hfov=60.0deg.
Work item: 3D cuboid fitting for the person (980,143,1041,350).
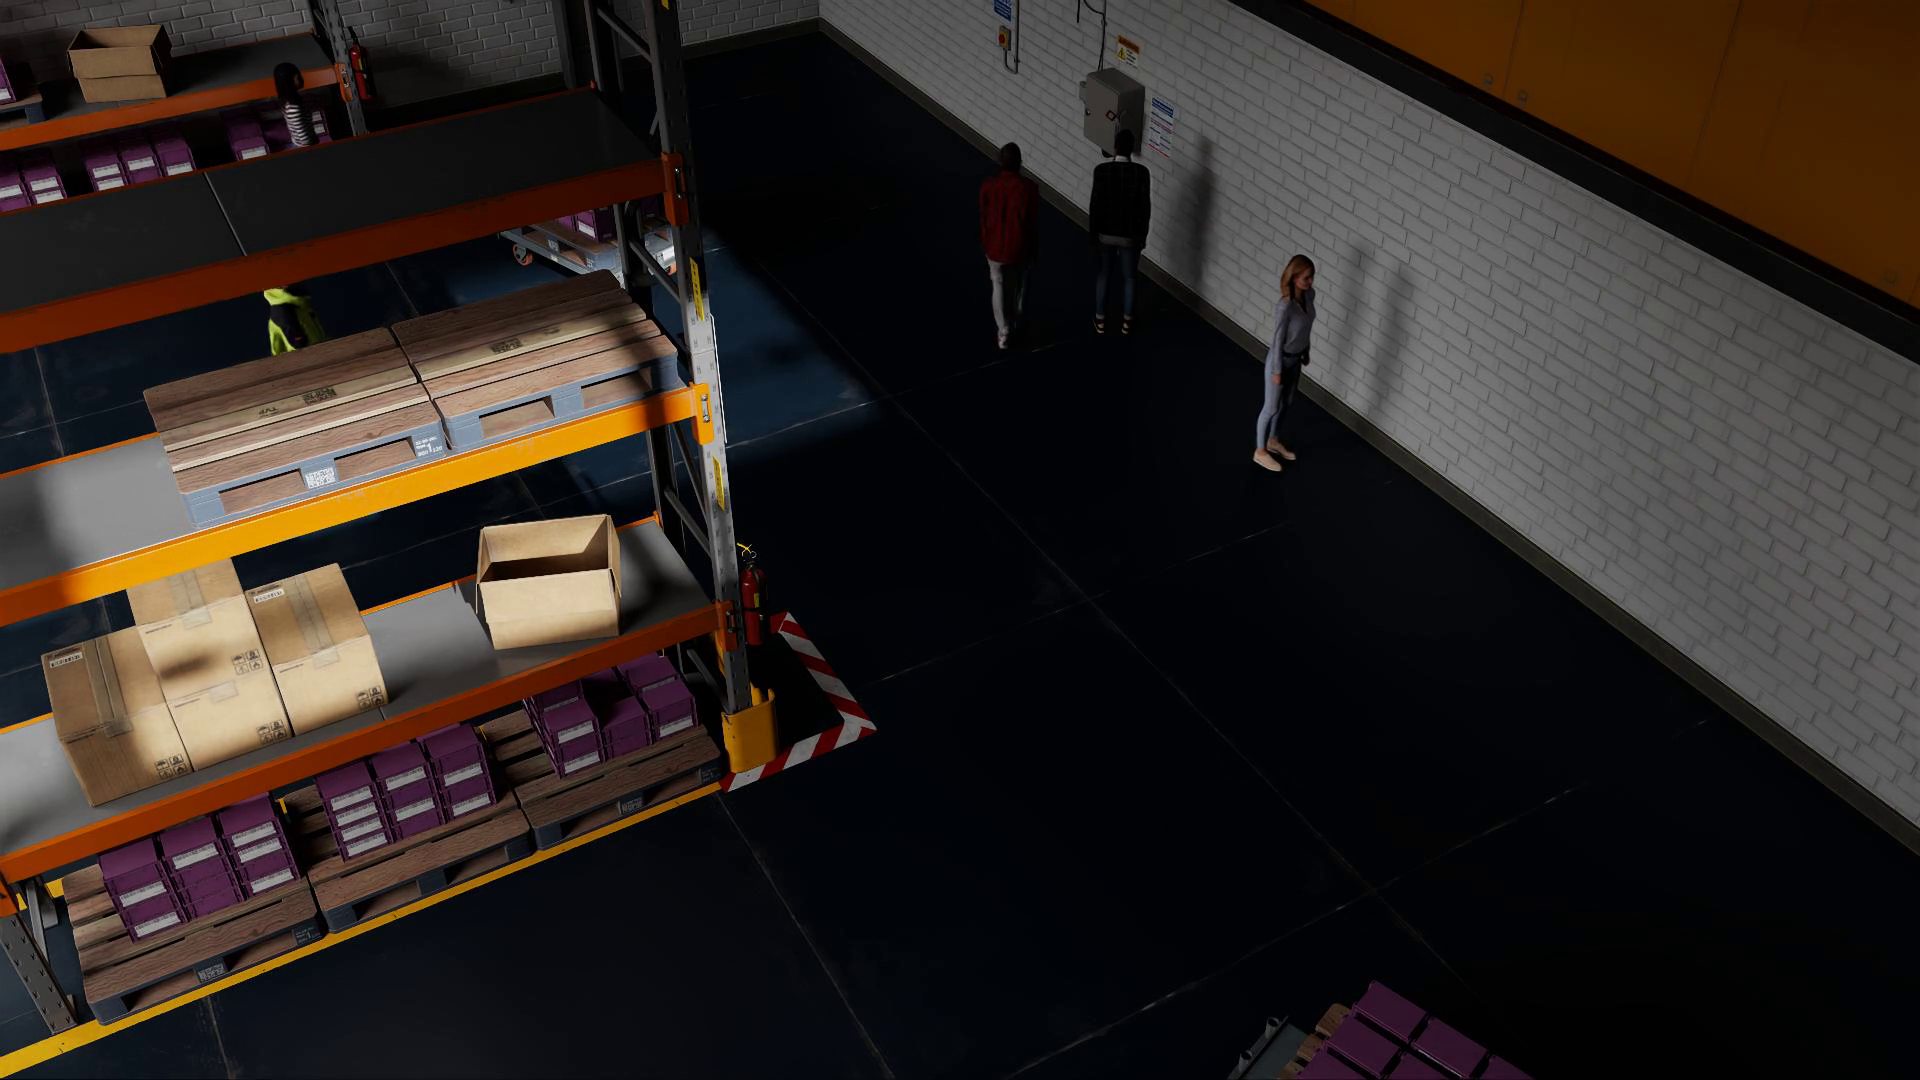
[{"bbox_3d":[0.388,-2.387,13.724,0.783,1.807,0.862,5,39,6],"label":"person"}]

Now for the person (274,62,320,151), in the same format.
[{"bbox_3d":[-5.917,-3.458,15.074,0.471,1.796,0.593,-20,43,-24],"label":"person"}]

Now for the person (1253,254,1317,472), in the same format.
[{"bbox_3d":[2.430,-1.337,12.417,0.697,1.797,0.529,31,48,33],"label":"person"}]

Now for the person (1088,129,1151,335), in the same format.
[{"bbox_3d":[1.328,-2.574,13.948,0.714,1.820,0.803,5,39,6],"label":"person"}]
